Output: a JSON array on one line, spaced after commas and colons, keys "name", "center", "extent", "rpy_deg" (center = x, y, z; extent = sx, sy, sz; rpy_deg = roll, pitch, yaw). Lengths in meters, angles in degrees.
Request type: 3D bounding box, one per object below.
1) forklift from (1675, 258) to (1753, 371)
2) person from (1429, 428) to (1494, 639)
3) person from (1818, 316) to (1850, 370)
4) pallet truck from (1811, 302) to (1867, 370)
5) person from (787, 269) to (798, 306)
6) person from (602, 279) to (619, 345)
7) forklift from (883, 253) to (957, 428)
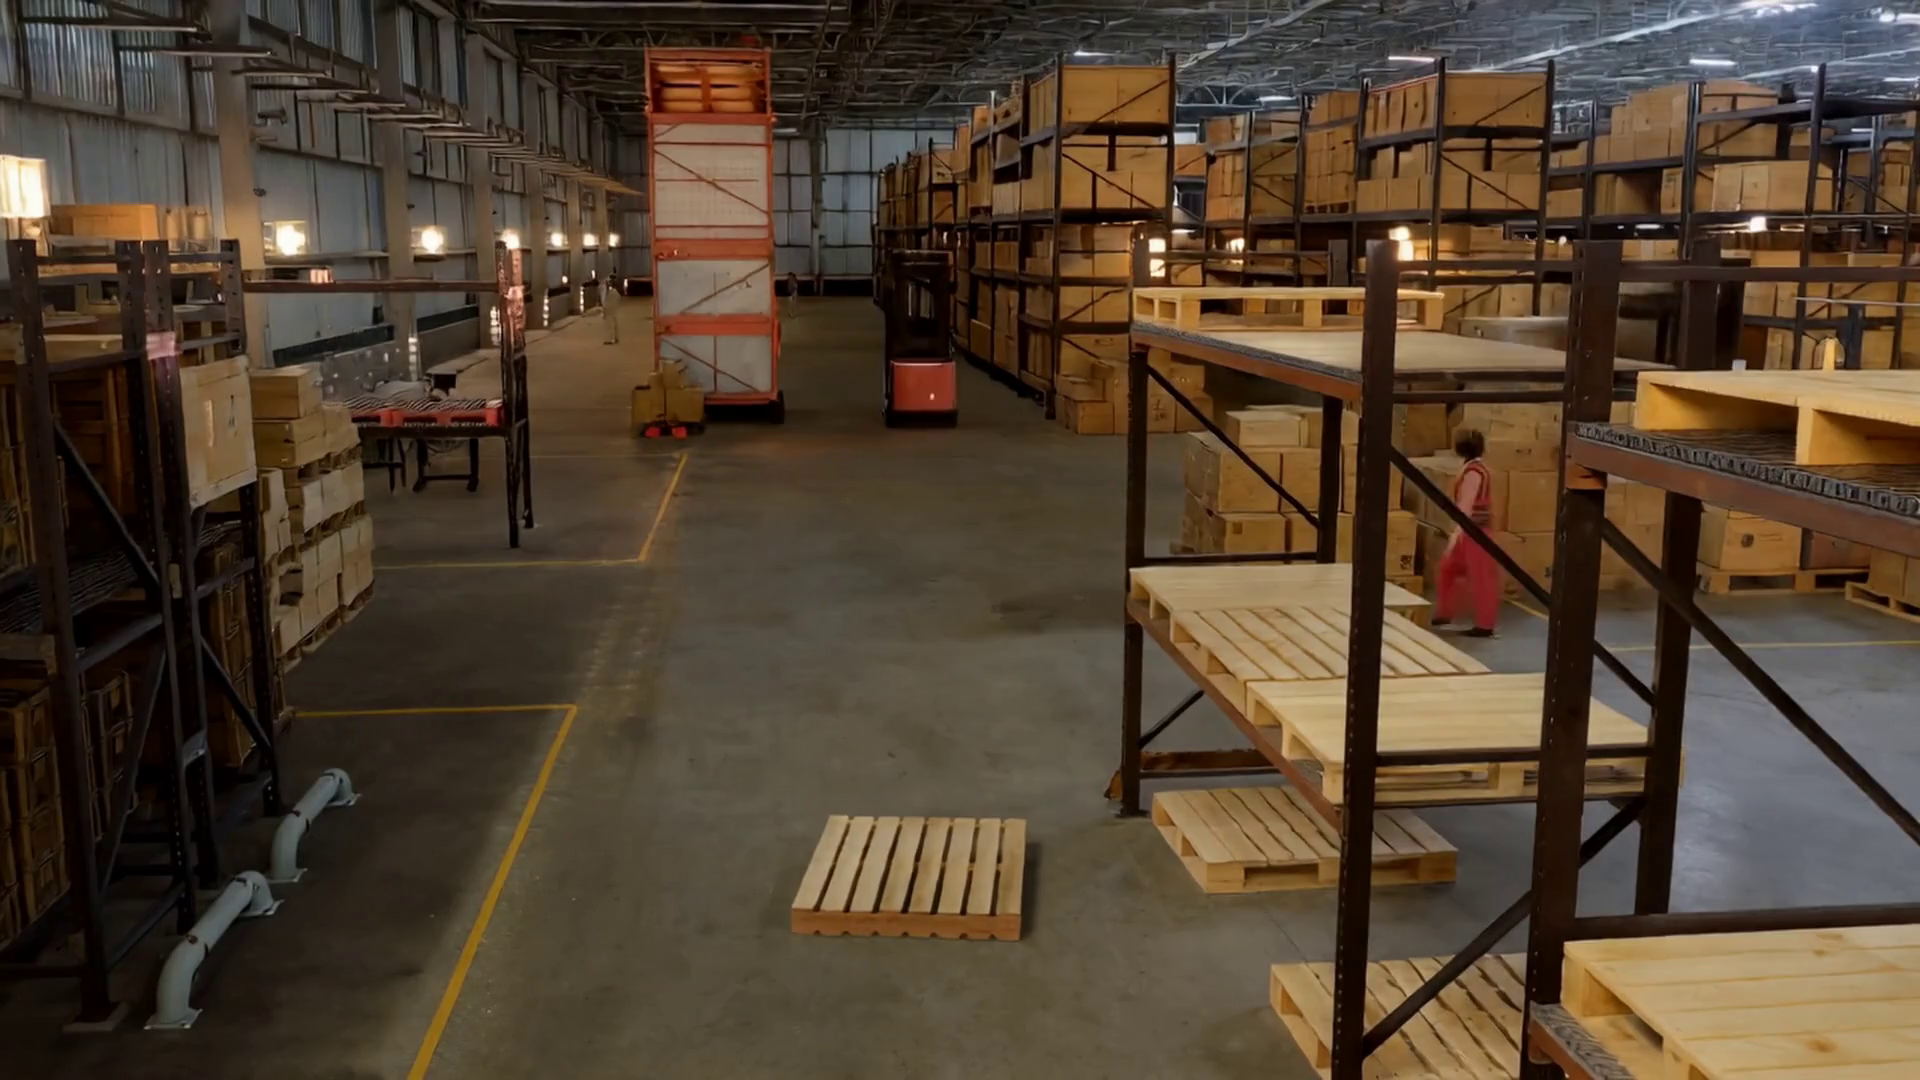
[{"name": "forklift", "center": [8.679, -1.870, 19.293], "extent": [1.873, 2.768, 1.129], "rpy_deg": [-1, 10, -6]}, {"name": "person", "center": [3.786, -0.045, 12.697], "extent": [0.707, 1.613, 0.520], "rpy_deg": [3, 11, 15]}, {"name": "person", "center": [13.047, -2.392, 24.885], "extent": [0.587, 1.911, 0.397], "rpy_deg": [-10, 14, -43]}, {"name": "pallet truck", "center": [15.846, -3.142, 28.793], "extent": [1.885, 1.965, 0.823], "rpy_deg": [2, 10, 12]}, {"name": "person", "center": [-7.729, -11.678, 76.856], "extent": [0.507, 1.721, 0.428], "rpy_deg": [-1, 10, -4]}, {"name": "person", "center": [-10.184, -6.622, 48.335], "extent": [0.401, 1.904, 0.651], "rpy_deg": [6, 12, 31]}, {"name": "forklift", "center": [-0.660, -3.309, 27.269], "extent": [1.129, 2.768, 1.873], "rpy_deg": [-1, 10, -6]}]
